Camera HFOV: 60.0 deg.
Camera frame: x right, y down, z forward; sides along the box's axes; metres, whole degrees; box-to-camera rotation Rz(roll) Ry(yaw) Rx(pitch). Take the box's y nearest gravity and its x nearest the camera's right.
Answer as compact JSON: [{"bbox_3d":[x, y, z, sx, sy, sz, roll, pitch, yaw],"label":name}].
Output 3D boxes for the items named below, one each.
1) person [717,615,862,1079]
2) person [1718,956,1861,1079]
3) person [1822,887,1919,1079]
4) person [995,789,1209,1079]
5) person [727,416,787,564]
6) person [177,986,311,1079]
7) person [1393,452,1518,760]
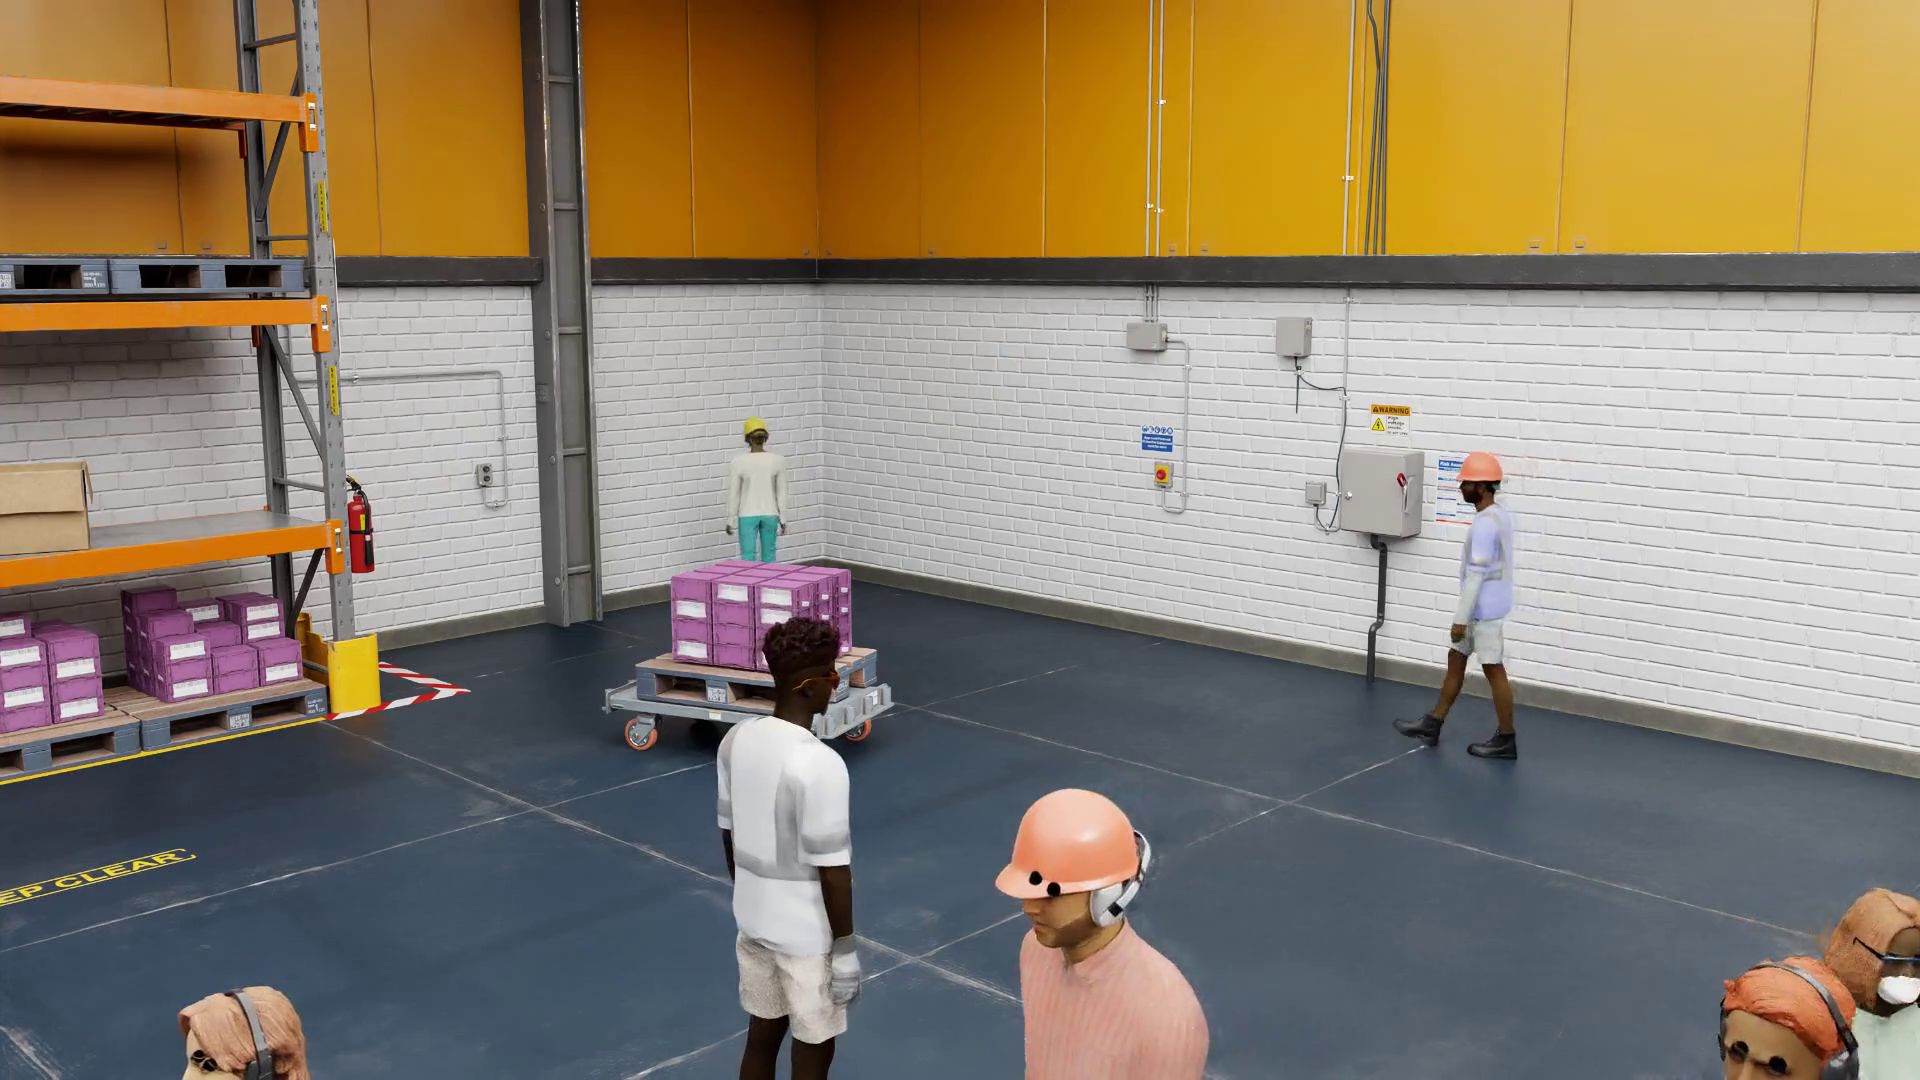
[{"bbox_3d":[-0.518,1.204,5.275,0.368,1.961,0.612,-8,12,-40],"label":"person"},{"bbox_3d":[1.358,1.643,2.932,0.919,1.844,0.617,-7,12,-37],"label":"person"},{"bbox_3d":[2.099,1.595,3.909,0.538,1.614,0.388,1,9,4],"label":"person"},{"bbox_3d":[0.235,1.494,3.508,0.797,1.964,0.637,-6,11,-34],"label":"person"},{"bbox_3d":[-1.772,-0.205,14.595,0.538,1.778,0.432,-4,10,-24],"label":"person"},{"bbox_3d":[-1.390,1.679,3.357,0.515,1.641,0.309,7,12,38],"label":"person"},{"bbox_3d":[3.098,0.408,10.326,0.875,1.905,0.570,4,10,22],"label":"person"}]
